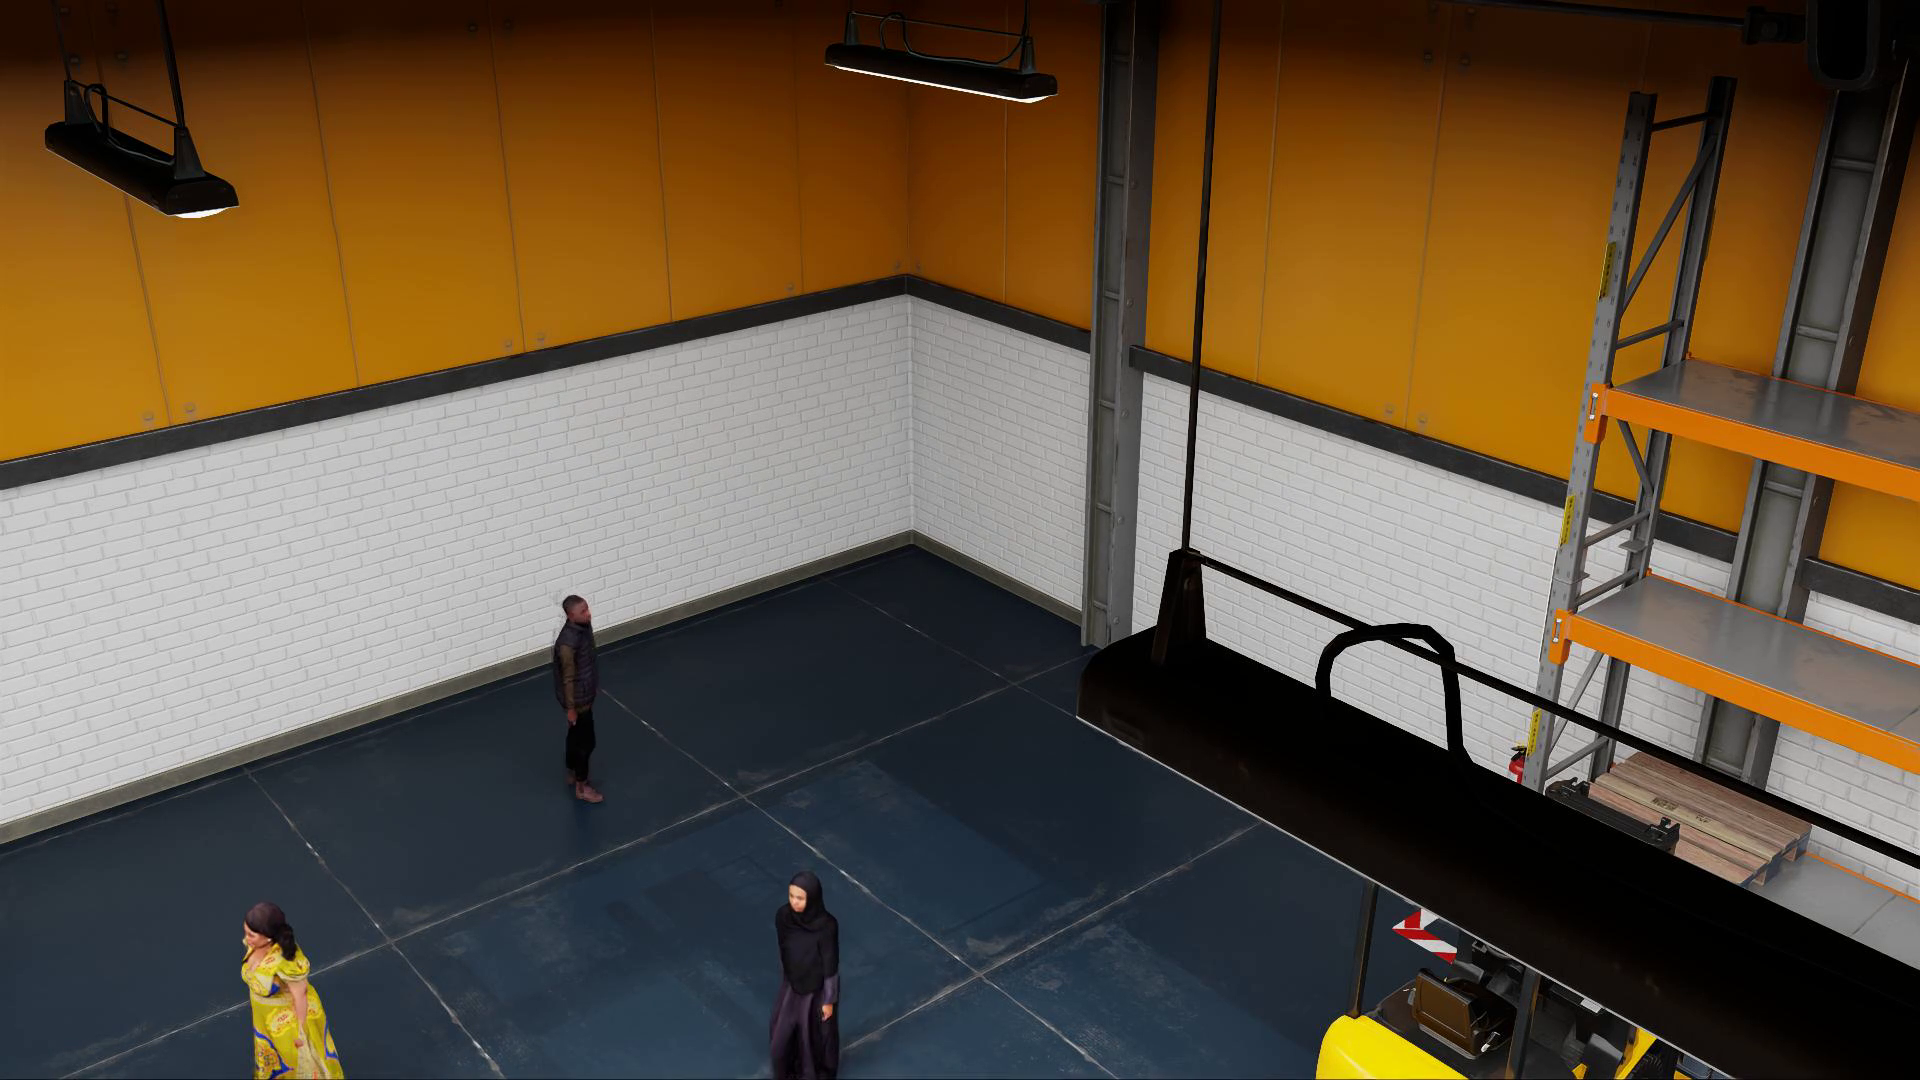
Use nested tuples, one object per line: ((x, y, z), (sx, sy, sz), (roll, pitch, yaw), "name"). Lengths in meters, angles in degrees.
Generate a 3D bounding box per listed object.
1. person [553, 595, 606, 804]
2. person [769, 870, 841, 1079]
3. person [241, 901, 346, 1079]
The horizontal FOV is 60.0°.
((-3.086, 1.245, 13.414), (0.937, 1.823, 0.850), (-3, 24, -7), "person")
((-0.888, 2.709, 10.331), (0.835, 1.610, 0.855), (8, 25, 18), "person")
((-4.028, 2.848, 9.953), (0.798, 1.659, 0.978), (17, 29, 34), "person")
